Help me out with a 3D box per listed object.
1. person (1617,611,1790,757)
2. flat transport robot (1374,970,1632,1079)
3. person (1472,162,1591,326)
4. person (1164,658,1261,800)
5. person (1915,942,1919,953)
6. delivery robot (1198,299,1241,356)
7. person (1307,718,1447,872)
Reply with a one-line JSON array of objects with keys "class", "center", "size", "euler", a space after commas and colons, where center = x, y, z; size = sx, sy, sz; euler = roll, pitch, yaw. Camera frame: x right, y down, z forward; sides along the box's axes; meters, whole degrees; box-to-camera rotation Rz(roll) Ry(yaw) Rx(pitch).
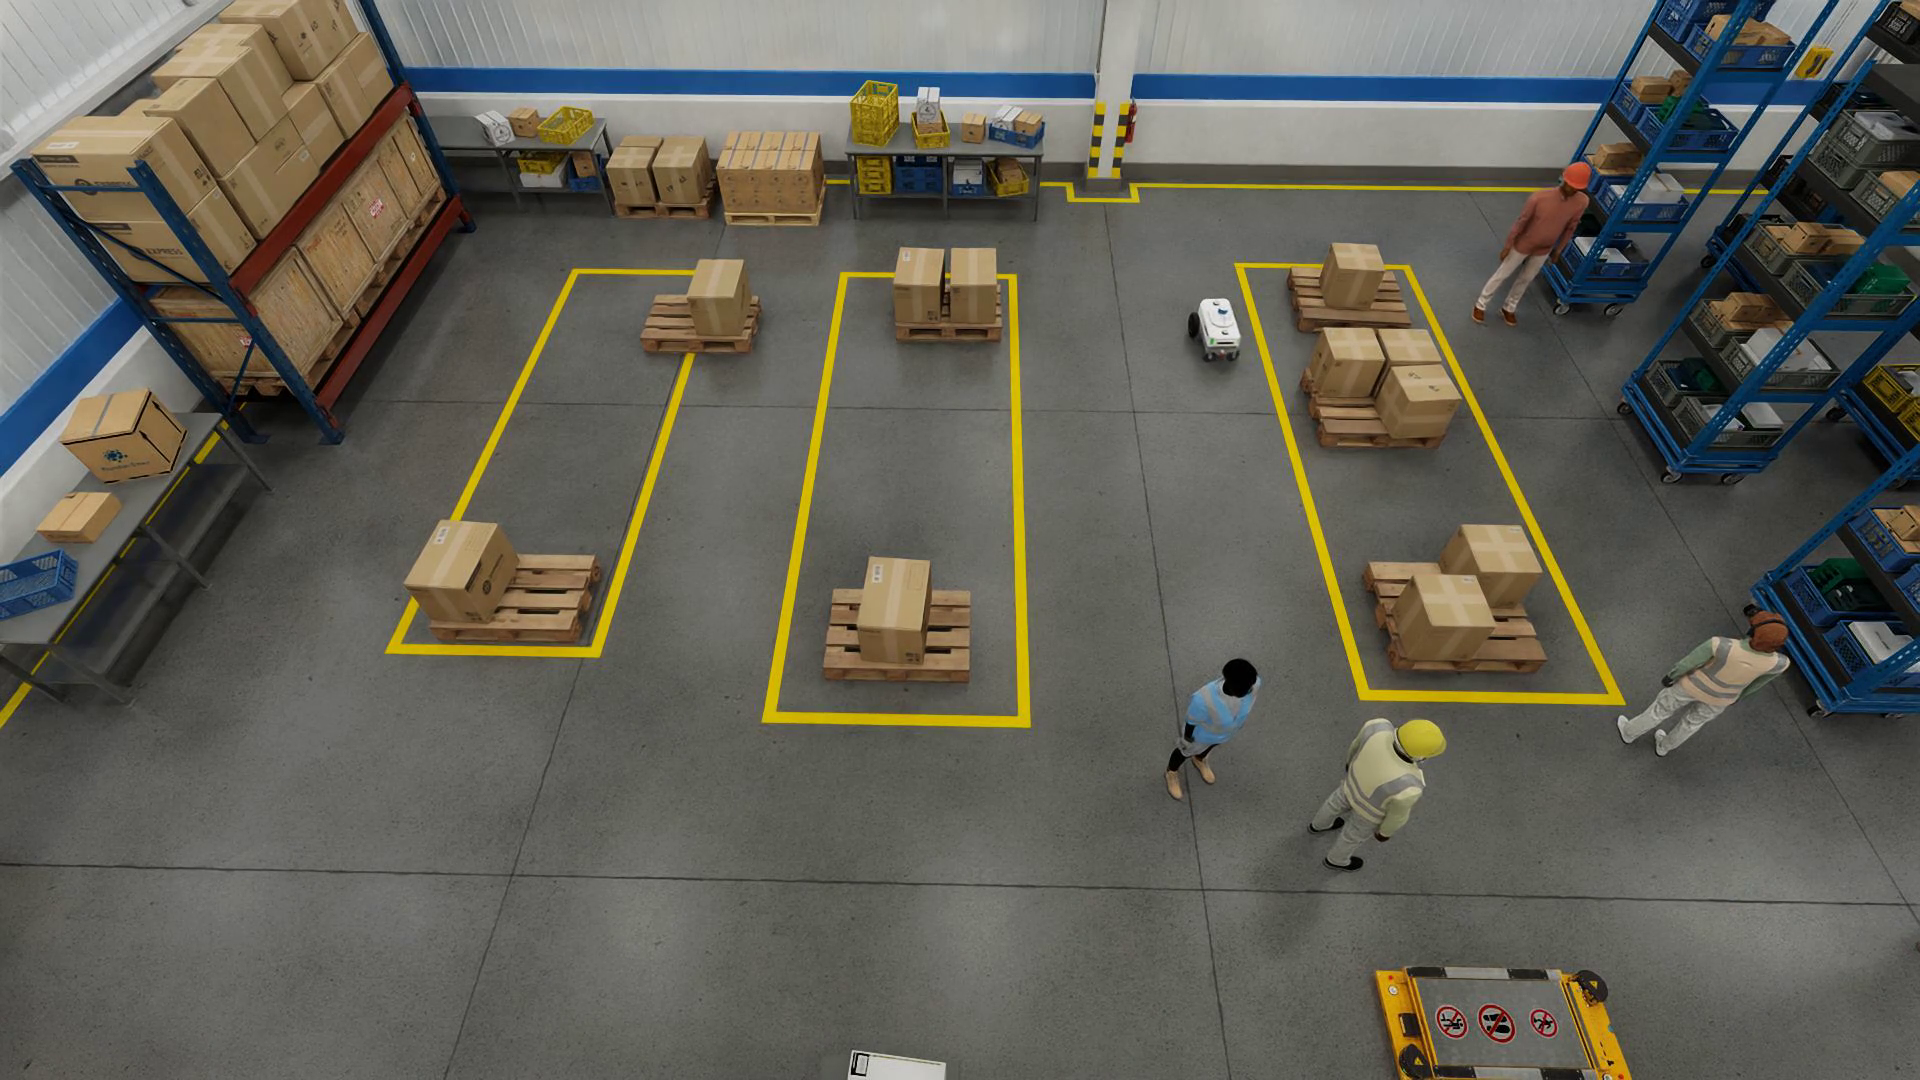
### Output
[{"class": "person", "center": [5.450, 1.084, 6.713], "size": [0.514, 1.634, 0.313], "euler": [19, 53, 15]}, {"class": "flat transport robot", "center": [3.501, 3.133, 5.914], "size": [1.431, 0.197, 0.652], "euler": [1, 51, 1]}, {"class": "person", "center": [6.253, -3.180, 9.971], "size": [0.634, 1.981, 0.429], "euler": [6, 51, 5]}, {"class": "person", "center": [1.789, 1.320, 6.478], "size": [0.540, 1.693, 0.317], "euler": [-19, 53, -15]}, {"class": "person", "center": [6.848, 2.237, 5.586], "size": [0.625, 1.931, 0.371], "euler": [-23, 55, -18]}, {"class": "delivery robot", "center": [2.874, -2.380, 10.168], "size": [0.477, 0.478, 0.707], "euler": [0, 51, 0]}, {"class": "person", "center": [2.752, 1.684, 6.095], "size": [0.404, 1.832, 0.600], "euler": [-7, 51, -6]}]
